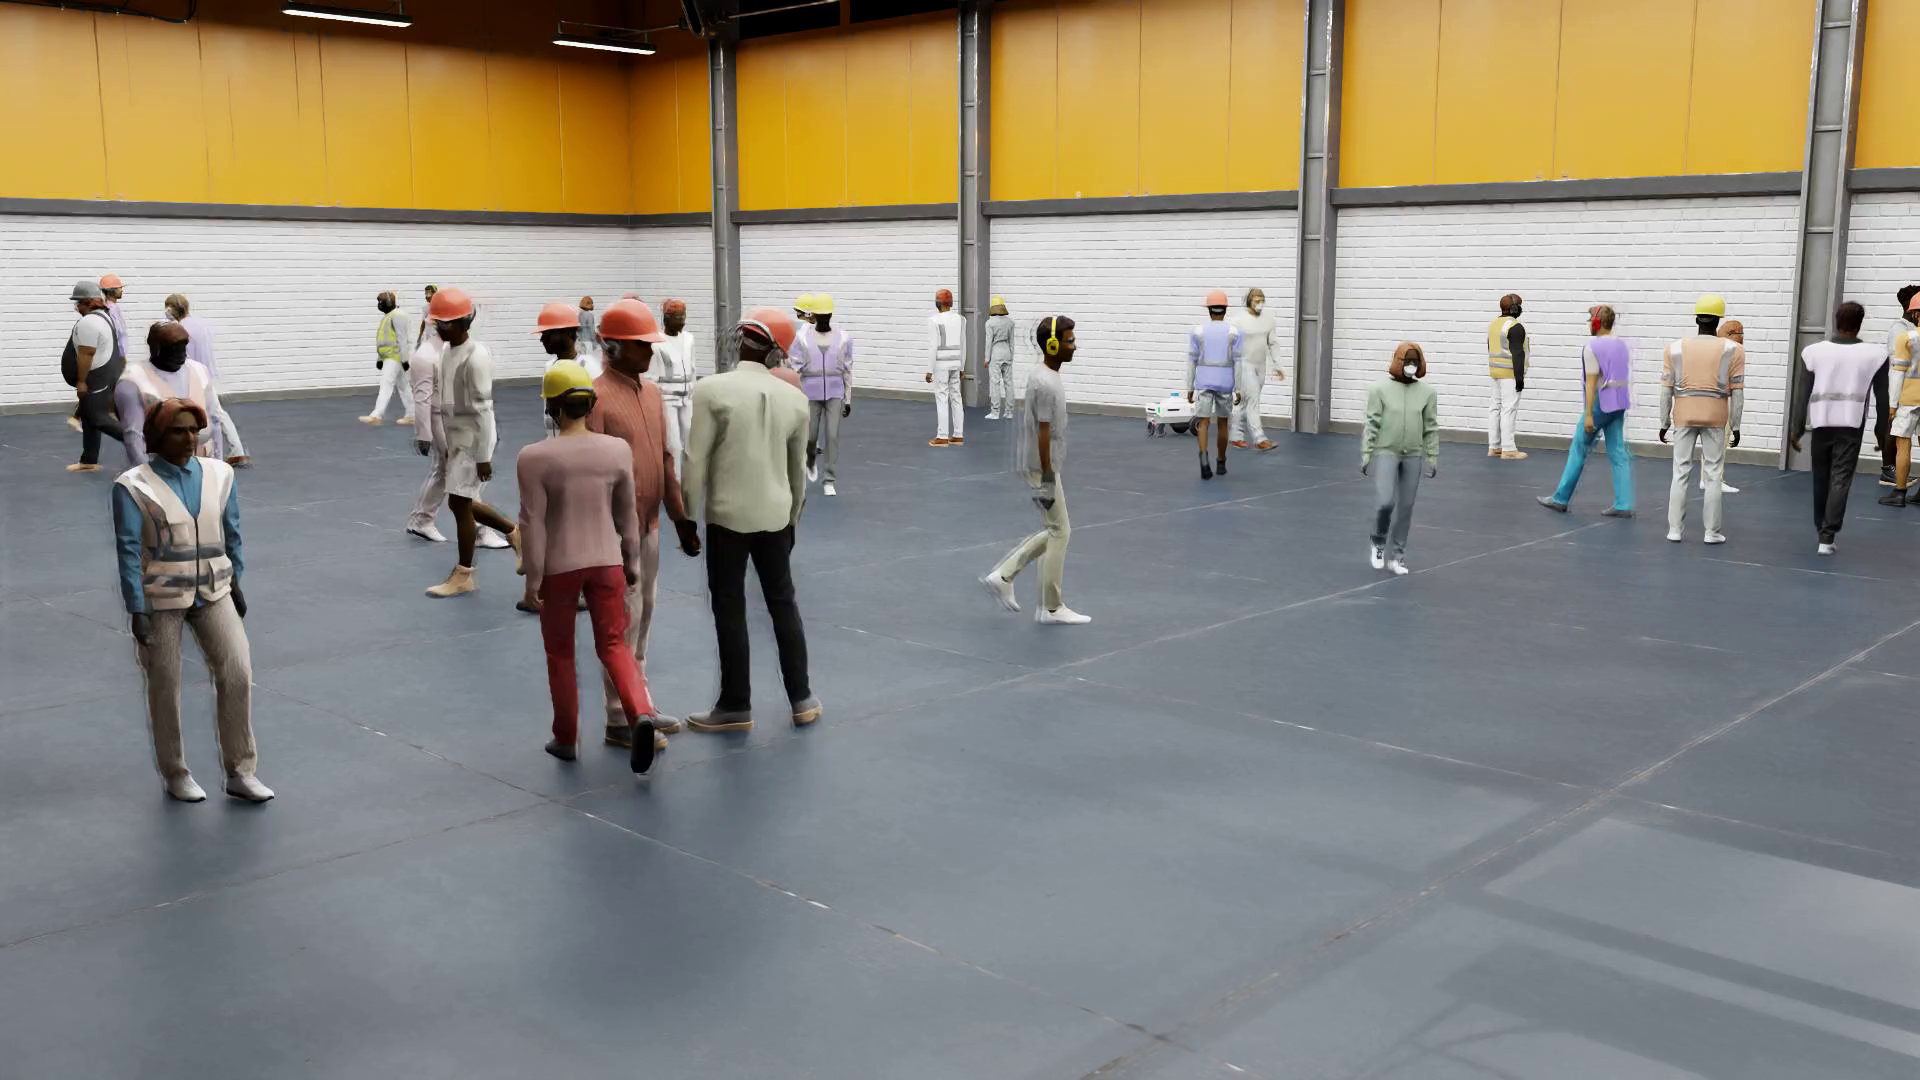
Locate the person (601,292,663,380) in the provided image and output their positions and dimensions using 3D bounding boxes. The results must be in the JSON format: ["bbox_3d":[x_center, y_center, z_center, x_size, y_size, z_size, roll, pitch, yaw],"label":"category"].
[{"bbox_3d":[-3.316,-1.564,16.879,0.641,1.879,0.728,-3,10,-18],"label":"person"}]

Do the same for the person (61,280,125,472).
[{"bbox_3d":[-8.889,-1.704,17.260,0.846,2.000,0.688,-2,10,-14],"label":"person"}]

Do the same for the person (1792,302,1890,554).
[{"bbox_3d":[6.684,-0.859,12.608,0.622,1.860,1.001,6,11,32],"label":"person"}]

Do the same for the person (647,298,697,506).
[{"bbox_3d":[-2.571,-1.197,14.680,0.546,1.866,0.620,6,11,33],"label":"person"}]

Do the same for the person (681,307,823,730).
[{"bbox_3d":[-0.939,-0.078,7.610,0.713,1.944,0.414,-8,12,-42],"label":"person"}]

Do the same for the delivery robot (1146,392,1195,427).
[{"bbox_3d":[2.723,-1.641,21.131,0.707,0.478,0.477,-5,10,-26],"label":"delivery robot"}]

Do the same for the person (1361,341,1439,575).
[{"bbox_3d":[3.055,-0.561,11.508,0.534,1.618,0.338,-1,9,-6],"label":"person"}]

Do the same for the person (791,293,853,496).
[{"bbox_3d":[-1.310,-1.390,15.791,0.589,1.903,0.721,-1,9,-8],"label":"person"}]

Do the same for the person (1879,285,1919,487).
[{"bbox_3d":[9.266,-1.514,16.321,0.367,1.966,0.607,7,12,37],"label":"person"}]

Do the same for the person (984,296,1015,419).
[{"bbox_3d":[0.546,-2.580,23.566,0.484,1.735,0.310,-6,11,-31],"label":"person"}]

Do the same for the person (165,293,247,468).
[{"bbox_3d":[-8.093,-1.659,17.533,1.069,1.871,0.651,0,9,-1],"label":"person"}]

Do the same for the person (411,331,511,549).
[{"bbox_3d":[-3.883,-0.871,12.738,0.991,1.861,0.656,3,10,19],"label":"person"}]

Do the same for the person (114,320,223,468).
[{"bbox_3d":[-4.793,-0.428,10.136,0.496,1.818,0.665,6,11,31],"label":"person"}]

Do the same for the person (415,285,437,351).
[{"bbox_3d":[-8.780,-3.278,27.519,0.520,1.845,0.738,6,11,34],"label":"person"}]

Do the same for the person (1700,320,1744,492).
[{"bbox_3d":[7.293,-1.276,15.877,0.277,1.632,0.502,1,9,4],"label":"person"}]

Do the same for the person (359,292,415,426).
[{"bbox_3d":[-7.778,-2.438,22.466,0.896,1.802,0.662,-6,11,-31],"label":"person"}]

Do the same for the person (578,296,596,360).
[{"bbox_3d":[-6.609,-3.500,29.521,0.270,1.631,0.509,-8,12,-41],"label":"person"}]

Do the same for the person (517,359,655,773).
[{"bbox_3d":[-1.560,0.121,6.974,0.535,1.748,0.727,-6,11,-34],"label":"person"}]

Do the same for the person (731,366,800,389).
[{"bbox_3d":[-1.402,-0.704,12.036,0.533,1.745,0.673,-3,10,-20],"label":"person"}]

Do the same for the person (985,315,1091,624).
[{"bbox_3d":[0.485,-0.409,9.889,0.530,1.853,0.545,0,9,1],"label":"person"}]

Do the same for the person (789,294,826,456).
[{"bbox_3d":[-1.745,-1.869,18.908,0.403,1.833,0.591,-7,12,-38],"label":"person"}]

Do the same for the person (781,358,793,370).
[{"bbox_3d":[-1.883,-1.408,16.724,0.455,1.624,0.519,-2,10,-15],"label":"person"}]

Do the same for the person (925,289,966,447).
[{"bbox_3d":[-0.166,-2.054,19.882,0.584,1.882,0.337,-8,12,-41],"label":"person"}]

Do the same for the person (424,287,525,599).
[{"bbox_3d":[-3.114,-0.638,10.791,0.726,2.015,0.640,-7,12,-37],"label":"person"}]

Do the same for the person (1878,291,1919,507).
[{"bbox_3d":[8.521,-1.248,14.822,0.540,1.930,0.377,-1,9,-7],"label":"person"}]

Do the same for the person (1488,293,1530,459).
[{"bbox_3d":[6.156,-1.833,18.654,0.429,1.847,0.627,-2,9,-10],"label":"person"}]

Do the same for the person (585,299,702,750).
[{"bbox_3d":[-1.467,-0.078,7.449,0.420,1.987,0.639,3,10,16],"label":"person"}]

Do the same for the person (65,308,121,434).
[{"bbox_3d":[-11.026,-2.163,21.254,0.855,1.662,0.538,-4,10,-25],"label":"person"}]

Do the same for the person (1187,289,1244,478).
[{"bbox_3d":[2.594,-1.584,16.918,0.554,1.916,0.780,2,9,12],"label":"person"}]

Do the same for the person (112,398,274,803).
[{"bbox_3d":[-2.974,0.259,6.489,0.648,1.613,0.547,7,12,37],"label":"person"}]

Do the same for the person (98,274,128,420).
[{"bbox_3d":[-11.246,-2.510,22.181,0.365,2.048,0.608,-7,12,-38],"label":"person"}]

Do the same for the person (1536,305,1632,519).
[{"bbox_3d":[5.448,-1.108,14.319,0.594,1.801,0.906,-6,11,-33],"label":"person"}]

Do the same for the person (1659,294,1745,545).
[{"bbox_3d":[5.719,-0.927,12.843,0.594,1.924,0.382,5,11,29],"label":"person"}]

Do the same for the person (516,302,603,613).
[{"bbox_3d":[-2.421,-0.491,10.208,0.581,1.913,0.624,6,11,34],"label":"person"}]

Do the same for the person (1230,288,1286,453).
[{"bbox_3d":[3.462,-1.960,19.287,0.630,1.892,0.958,-6,11,-34],"label":"person"}]
